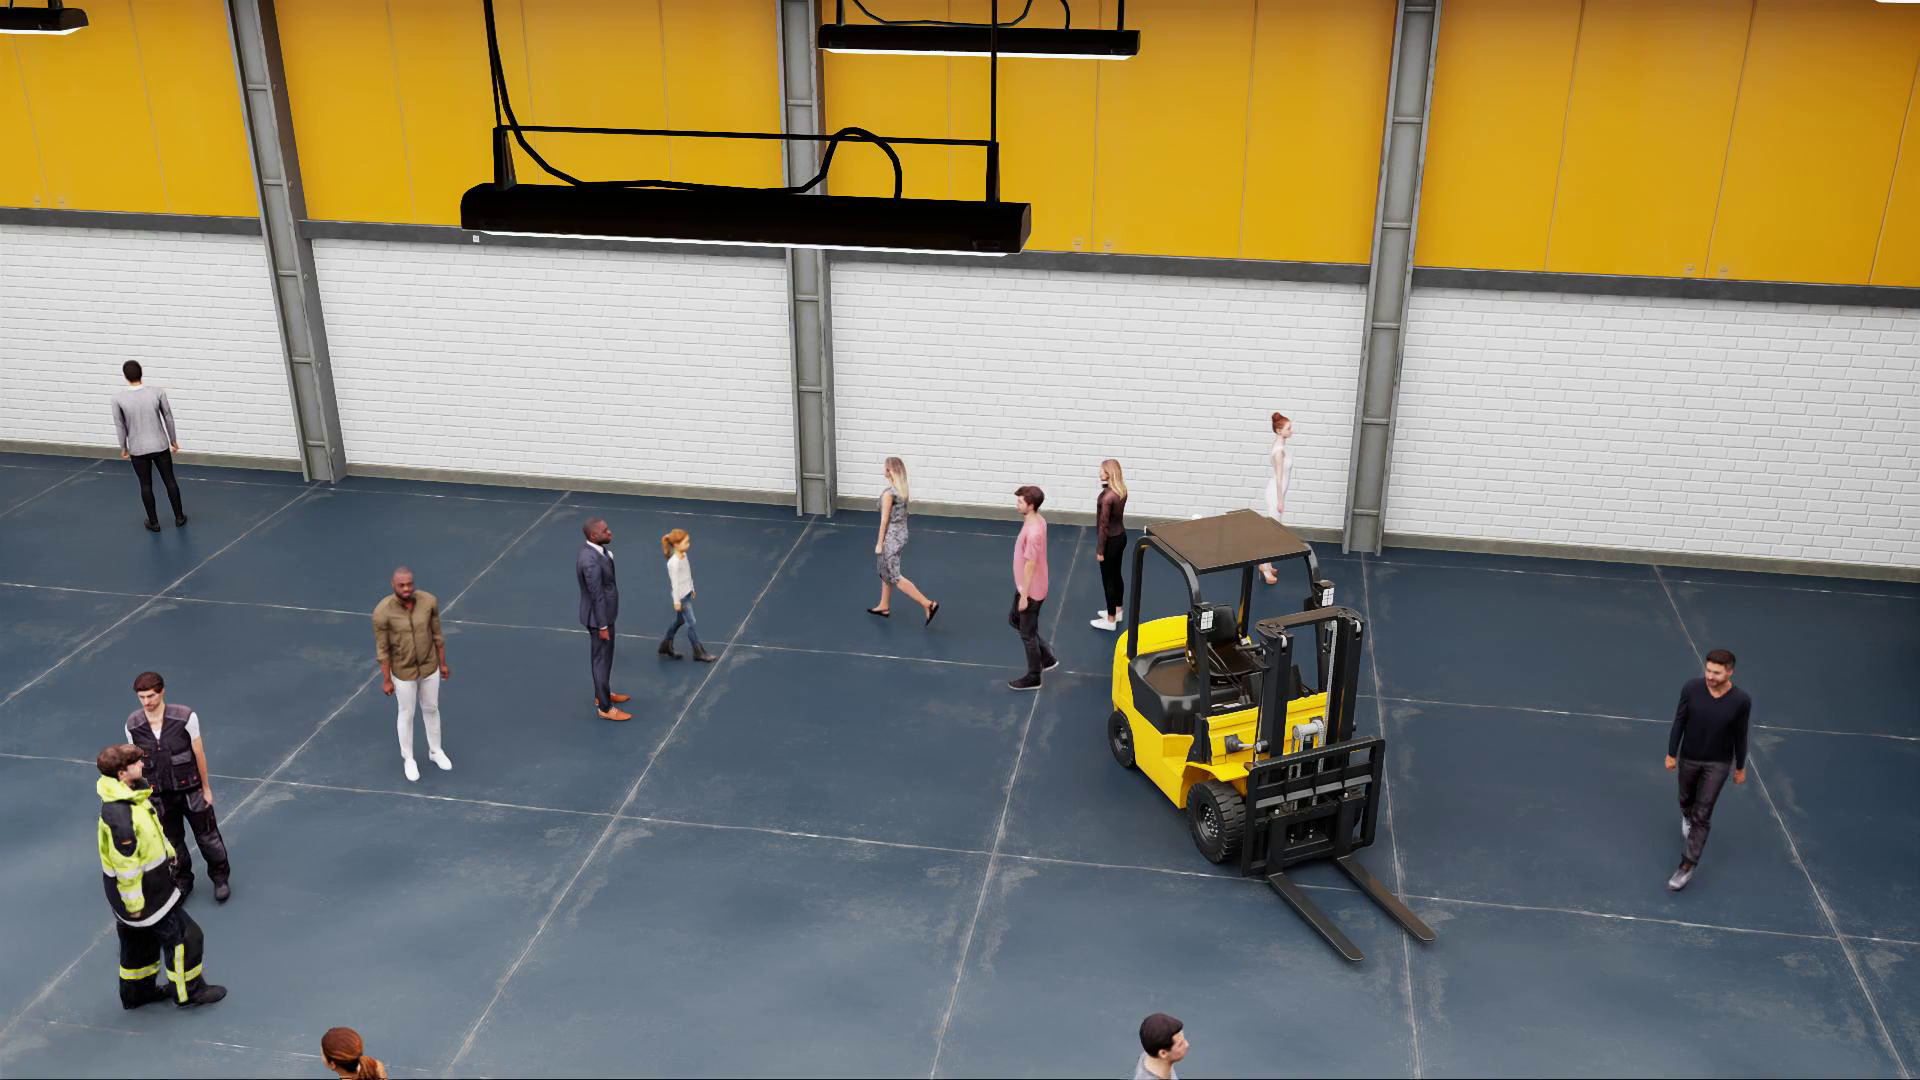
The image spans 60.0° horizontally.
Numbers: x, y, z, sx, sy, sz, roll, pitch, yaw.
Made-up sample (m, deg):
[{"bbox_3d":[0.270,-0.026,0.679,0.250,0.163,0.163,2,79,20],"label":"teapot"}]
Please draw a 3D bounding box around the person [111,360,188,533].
[{"bbox_3d":[-8.772,-1.028,17.981,0.817,1.924,0.893,-14,27,-28],"label":"person"}]

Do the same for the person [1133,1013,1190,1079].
[{"bbox_3d":[0.853,3.168,8.470,0.915,1.852,0.667,5,24,12],"label":"person"}]

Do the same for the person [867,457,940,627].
[{"bbox_3d":[-0.558,0.044,15.833,1.078,1.680,0.711,10,25,21],"label":"person"}]

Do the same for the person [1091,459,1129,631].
[{"bbox_3d":[1.455,0.030,15.837,0.611,1.702,0.650,12,26,26],"label":"person"}]

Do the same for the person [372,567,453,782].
[{"bbox_3d":[-4.393,1.036,13.382,0.789,1.824,0.826,-18,29,-35],"label":"person"}]

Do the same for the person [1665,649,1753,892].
[{"bbox_3d":[5.458,1.574,12.149,1.287,1.827,1.135,15,28,31],"label":"person"}]

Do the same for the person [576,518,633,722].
[{"bbox_3d":[-3.084,0.650,14.266,0.734,1.824,0.768,-5,24,-10],"label":"person"}]

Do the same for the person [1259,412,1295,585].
[{"bbox_3d":[3.176,-0.431,16.780,0.494,1.790,0.583,6,24,13],"label":"person"}]

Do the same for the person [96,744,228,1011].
[{"bbox_3d":[-5.320,2.189,10.586,1.074,1.952,1.013,-12,27,-26],"label":"person"}]

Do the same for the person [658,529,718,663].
[{"bbox_3d":[-2.601,0.512,15.236,0.794,1.300,0.513,2,24,5],"label":"person"}]

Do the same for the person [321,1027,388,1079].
[{"bbox_3d":[-2.914,3.212,8.457,0.594,1.782,0.619,6,24,12],"label":"person"}]

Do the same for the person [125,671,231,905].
[{"bbox_3d":[-5.532,1.736,11.755,0.649,1.846,0.787,-5,24,-11],"label":"person"}]

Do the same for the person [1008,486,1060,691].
[{"bbox_3d":[0.713,0.426,14.627,0.733,1.945,0.699,0,24,1],"label":"person"}]
